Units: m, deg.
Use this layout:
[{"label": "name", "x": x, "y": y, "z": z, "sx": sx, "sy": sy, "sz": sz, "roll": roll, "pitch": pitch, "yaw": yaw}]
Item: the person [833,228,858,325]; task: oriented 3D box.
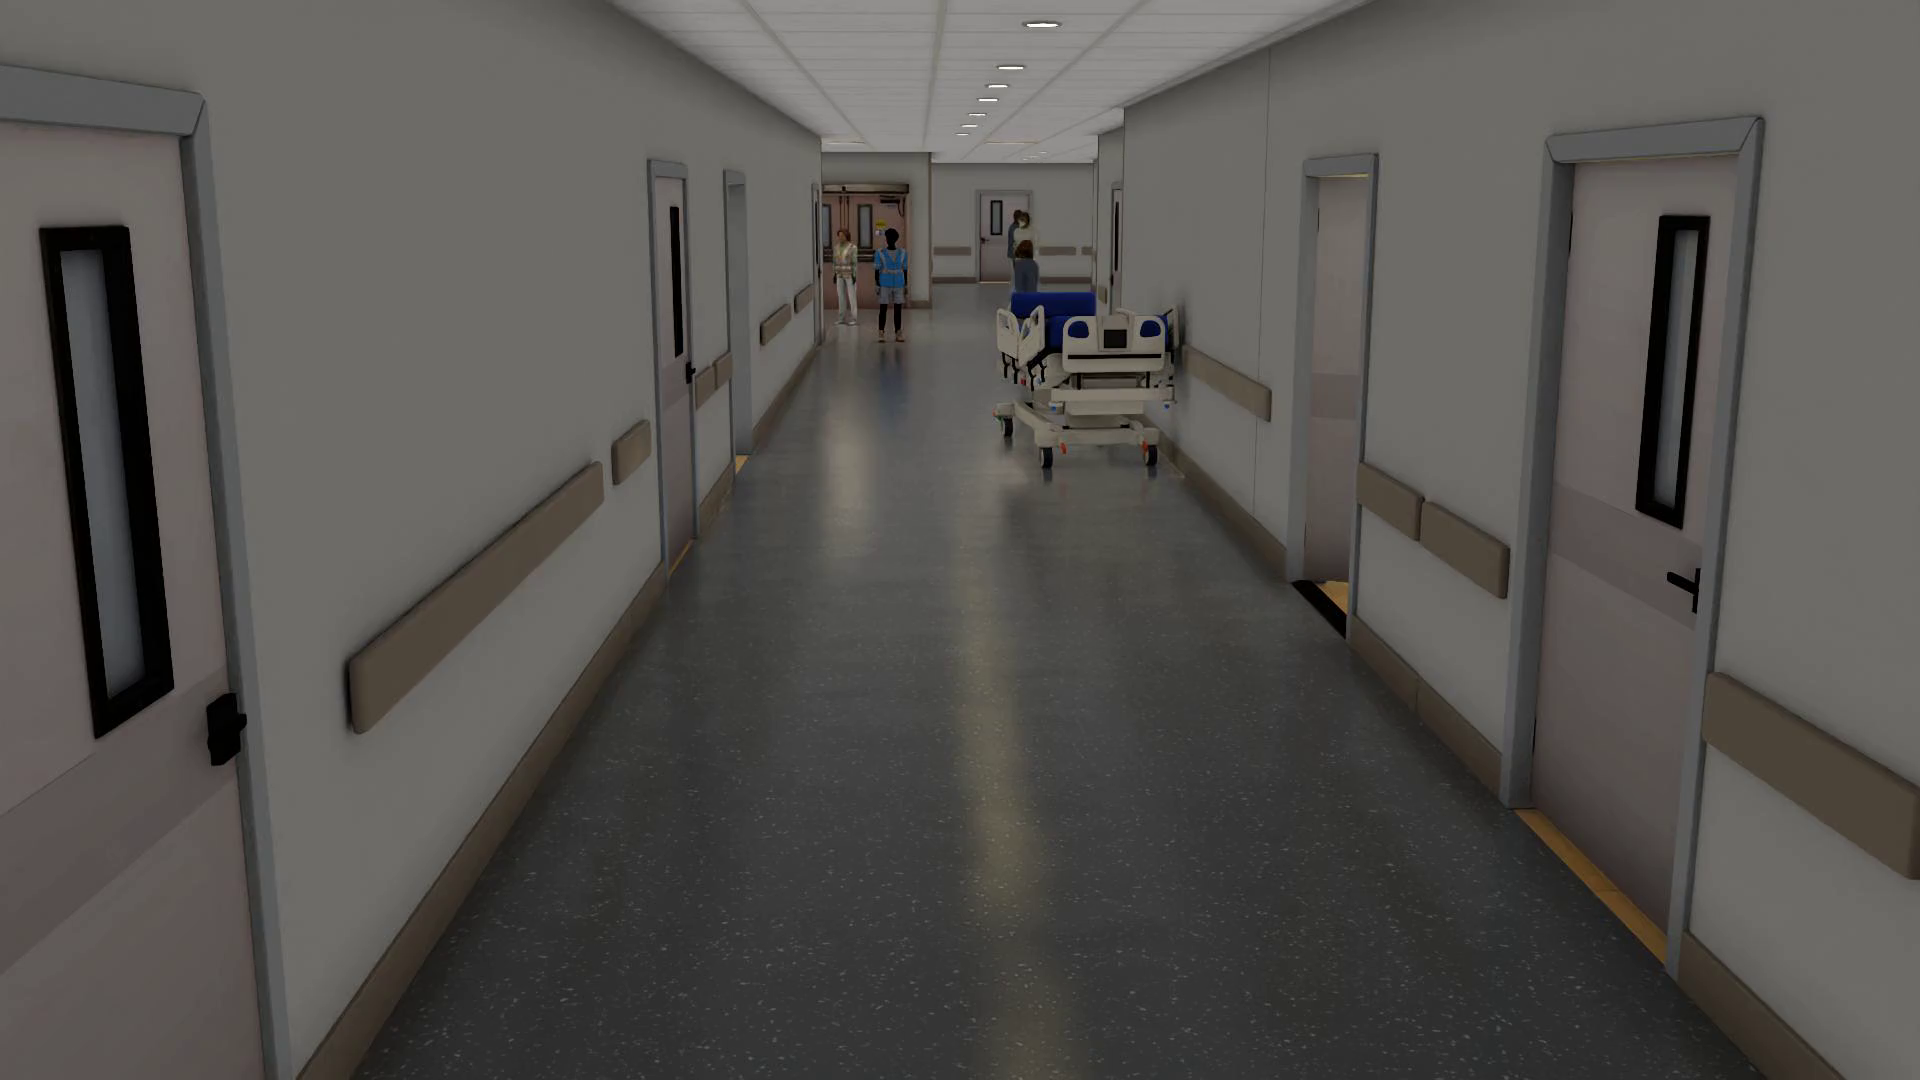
[{"label": "person", "x": -1.947, "y": -4.465, "z": 28.258, "sx": 0.517, "sy": 1.633, "sz": 0.310, "roll": 8, "pitch": 14, "yaw": 33}]

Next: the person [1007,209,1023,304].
[{"label": "person", "x": 1.119, "y": -5.529, "z": 32.720, "sx": 0.382, "sy": 1.929, "sz": 0.636, "roll": 2, "pitch": 12, "yaw": 9}]

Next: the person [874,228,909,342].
[{"label": "person", "x": -1.023, "y": -3.798, "z": 24.837, "sx": 0.540, "sy": 1.698, "sz": 0.317, "roll": -3, "pitch": 12, "yaw": -16}]

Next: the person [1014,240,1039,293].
[{"label": "person", "x": 0.843, "y": -3.104, "z": 21.705, "sx": 0.398, "sy": 1.597, "sz": 0.642, "roll": 7, "pitch": 14, "yaw": 32}]

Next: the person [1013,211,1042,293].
[{"label": "person", "x": 1.314, "y": -5.356, "z": 31.965, "sx": 0.628, "sy": 1.904, "sz": 0.905, "roll": 8, "pitch": 14, "yaw": 34}]
